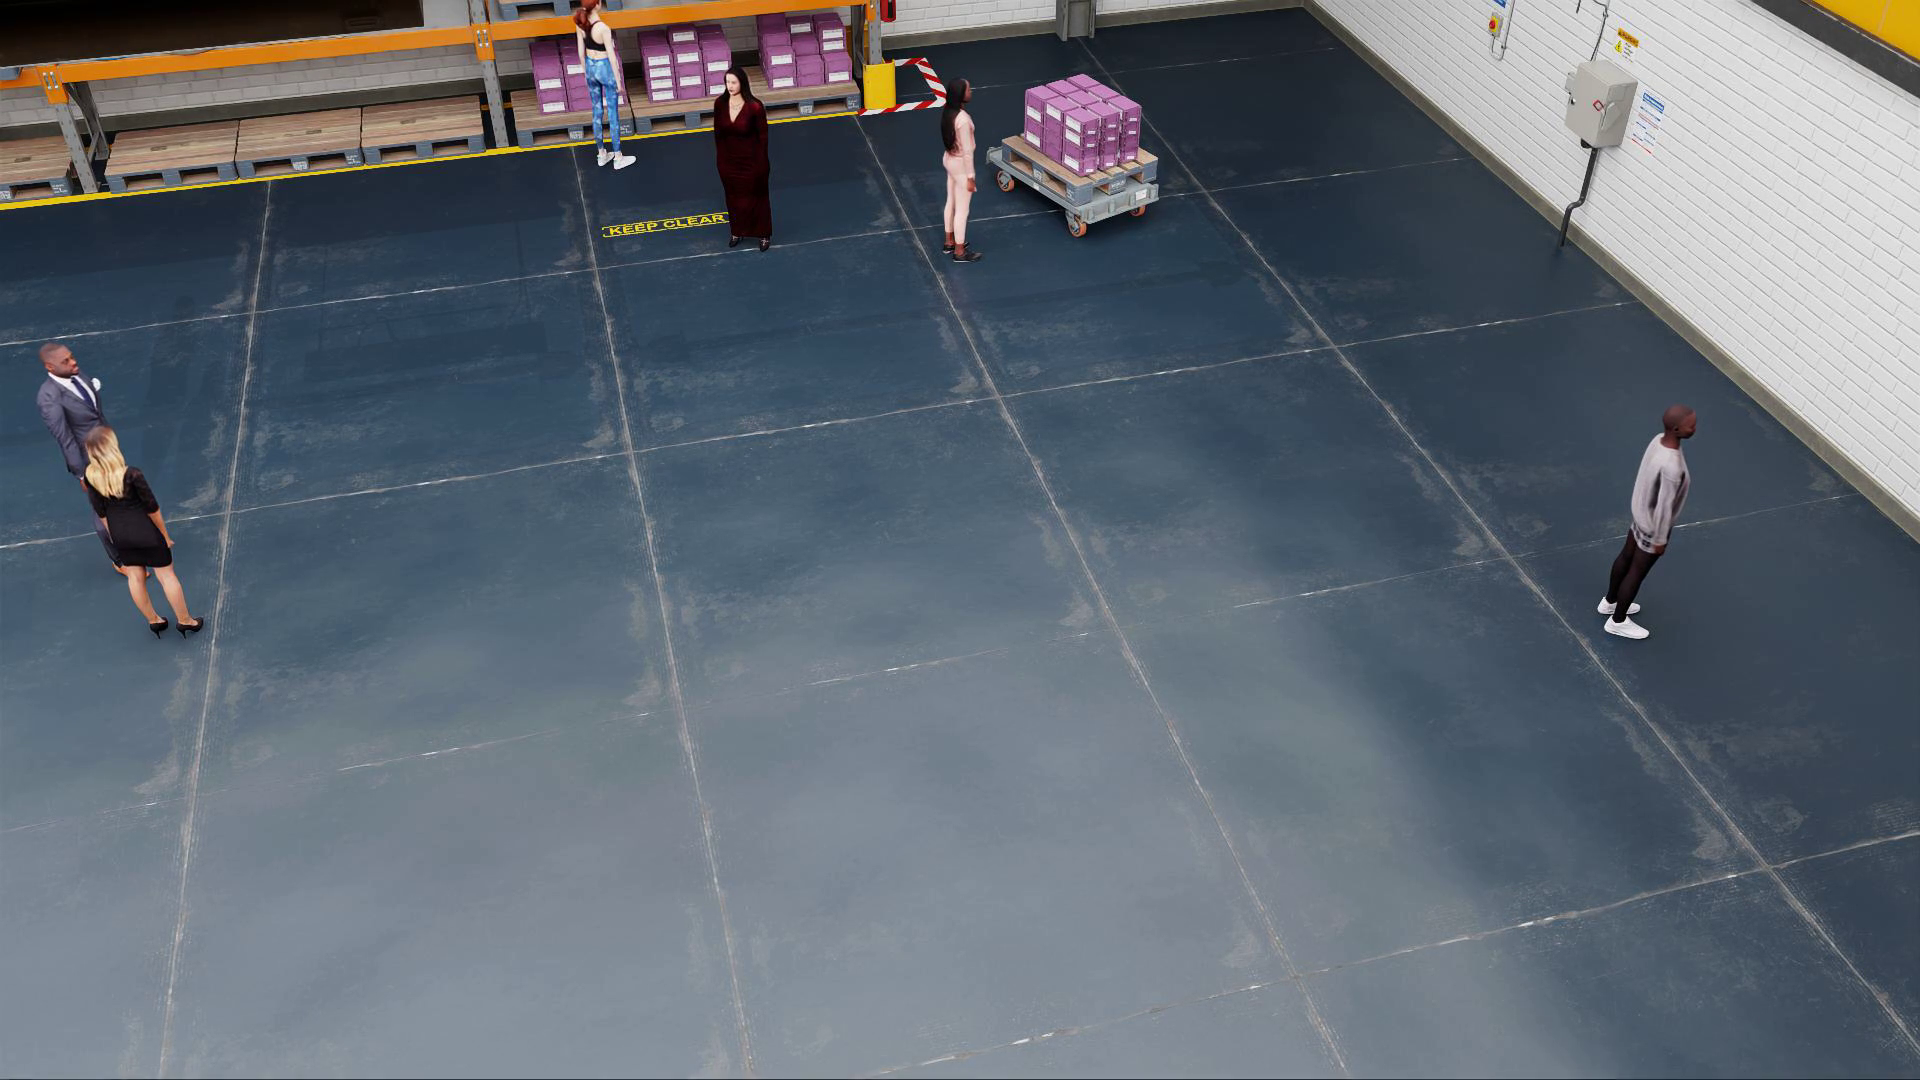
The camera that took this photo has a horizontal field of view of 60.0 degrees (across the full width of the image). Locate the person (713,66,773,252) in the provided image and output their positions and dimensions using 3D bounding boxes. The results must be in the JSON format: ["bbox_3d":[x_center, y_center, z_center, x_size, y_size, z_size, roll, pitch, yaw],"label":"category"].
[{"bbox_3d":[-1.971,-3.465,15.125,0.719,1.758,0.827,10,40,12],"label":"person"}]

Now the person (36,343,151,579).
[{"bbox_3d":[-5.965,-0.577,11.454,0.685,1.824,0.757,0,39,-1],"label":"person"}]

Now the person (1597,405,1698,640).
[{"bbox_3d":[4.533,-0.139,10.948,0.665,1.772,0.685,4,39,5],"label":"person"}]

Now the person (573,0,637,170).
[{"bbox_3d":[-3.550,-4.564,16.479,0.666,1.784,0.734,17,42,20],"label":"person"}]

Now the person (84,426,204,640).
[{"bbox_3d":[-5.390,-0.034,10.893,0.513,1.675,0.663,3,39,4],"label":"person"}]

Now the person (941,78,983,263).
[{"bbox_3d":[-0.011,-3.339,14.996,0.566,1.721,0.637,-14,41,-17],"label":"person"}]
